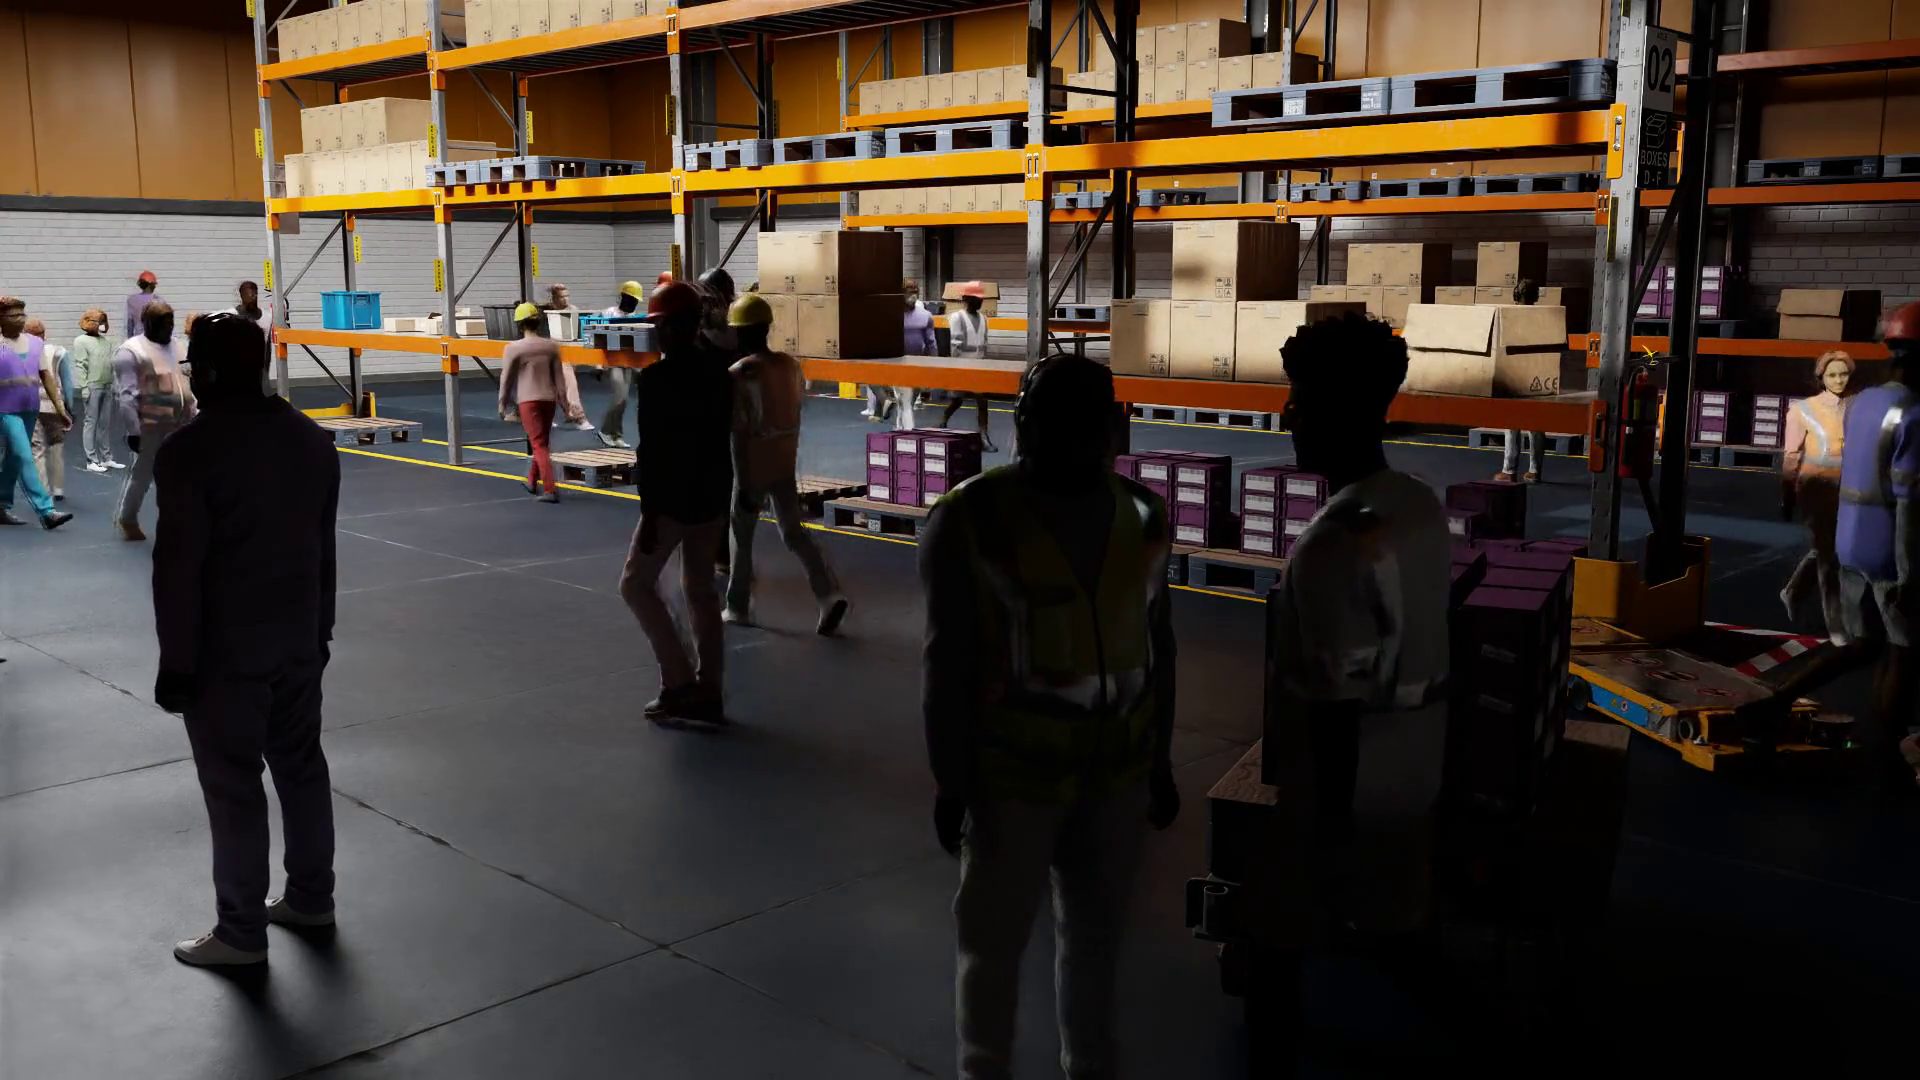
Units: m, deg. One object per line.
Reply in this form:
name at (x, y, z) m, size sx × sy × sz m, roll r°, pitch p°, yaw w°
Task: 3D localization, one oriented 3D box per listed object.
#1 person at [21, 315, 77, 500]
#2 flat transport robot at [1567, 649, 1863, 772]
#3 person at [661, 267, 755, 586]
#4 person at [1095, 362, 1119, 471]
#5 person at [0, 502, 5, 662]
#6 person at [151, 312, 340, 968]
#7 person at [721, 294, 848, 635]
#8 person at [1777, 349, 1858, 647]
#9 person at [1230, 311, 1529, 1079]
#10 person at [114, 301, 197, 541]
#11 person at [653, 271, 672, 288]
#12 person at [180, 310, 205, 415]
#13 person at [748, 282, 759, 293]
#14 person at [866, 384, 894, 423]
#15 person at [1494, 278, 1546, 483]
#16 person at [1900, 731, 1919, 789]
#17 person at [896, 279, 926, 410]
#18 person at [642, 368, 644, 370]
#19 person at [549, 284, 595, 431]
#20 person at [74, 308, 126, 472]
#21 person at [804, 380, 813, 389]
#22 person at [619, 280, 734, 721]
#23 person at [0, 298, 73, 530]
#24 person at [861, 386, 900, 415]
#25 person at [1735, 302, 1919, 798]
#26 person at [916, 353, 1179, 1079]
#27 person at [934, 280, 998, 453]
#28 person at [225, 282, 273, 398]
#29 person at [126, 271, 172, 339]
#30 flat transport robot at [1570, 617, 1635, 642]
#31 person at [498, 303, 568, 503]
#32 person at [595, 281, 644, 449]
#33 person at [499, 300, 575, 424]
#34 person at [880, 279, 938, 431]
person at (-7.917, -1.111, 14.282) m, size 0.548 × 1.619 × 0.569 m, roll -7°, pitch 12°, yaw -37°
flat transport robot at (3.178, 0.707, 7.289) m, size 0.652 × 0.197 × 1.431 m, roll -2°, pitch 9°, yaw -9°
person at (-1.536, -0.718, 10.616) m, size 0.535 × 2.000 × 0.687 m, roll 6°, pitch 11°, yaw 34°
person at (0.495, -0.034, 7.759) m, size 0.574 × 1.595 × 0.383 m, roll 8°, pitch 12°, yaw 41°
person at (-5.103, -0.215, 8.374) m, size 0.326 × 1.767 × 0.533 m, roll 7°, pitch 12°, yaw 36°
person at (-2.109, 0.287, 4.900) m, size 0.404 × 1.900 × 0.636 m, roll 3°, pitch 10°, yaw 19°
person at (-1.034, -0.412, 9.210) m, size 0.905 × 1.897 × 0.603 m, roll 8°, pitch 12°, yaw 41°
person at (4.739, -0.253, 9.115) m, size 0.520 × 1.595 × 0.859 m, roll -1°, pitch 9°, yaw -4°
person at (0.878, 0.502, 3.442) m, size 0.866 × 1.942 × 0.604 m, roll 7°, pitch 12°, yaw 38°
person at (-5.882, -0.847, 12.166) m, size 0.939 × 1.805 × 0.627 m, roll 5°, pitch 11°, yaw 30°
person at (-3.126, -1.926, 18.160) m, size 0.395 × 1.993 × 0.614 m, roll -3°, pitch 10°, yaw -16°
person at (-7.437, -1.450, 16.367) m, size 0.529 × 1.620 × 0.355 m, roll -8°, pitch 12°, yaw -39°
person at (-2.765, -2.629, 22.946) m, size 0.542 × 1.849 × 0.410 m, roll -9°, pitch 13°, yaw -44°
person at (-1.002, -2.428, 21.763) m, size 0.554 × 1.824 × 0.564 m, roll -6°, pitch 11°, yaw -31°
person at (5.312, -1.495, 15.688) m, size 0.635 × 1.937 × 0.353 m, roll -2°, pitch 9°, yaw -11°
person at (3.852, 0.091, 5.899) m, size 0.718 × 1.963 × 0.641 m, roll 0°, pitch 9°, yaw -1°
person at (-0.741, -2.803, 23.882) m, size 0.574 × 1.882 × 0.356 m, roll 4°, pitch 10°, yaw 24°
person at (-3.027, -1.625, 17.233) m, size 0.512 × 1.688 × 0.918 m, roll -4°, pitch 10°, yaw -22°
person at (-5.035, -2.304, 20.951) m, size 1.019 × 1.850 × 0.645 m, roll 5°, pitch 10°, yaw 26°
person at (-8.648, -1.505, 16.693) m, size 0.289 × 1.632 × 0.497 m, roll 1°, pitch 9°, yaw 9°
person at (-2.720, -3.441, 27.922) m, size 0.624 × 1.844 × 0.429 m, roll 0°, pitch 9°, yaw -3°
person at (-1.250, -0.159, 7.397) m, size 0.477 × 1.969 × 0.633 m, roll 5°, pitch 11°, yaw 28°
person at (-7.286, -0.977, 12.945) m, size 0.961 × 1.789 × 0.596 m, roll 3°, pitch 10°, yaw 18°
person at (-1.054, -2.598, 22.764) m, size 0.526 × 1.844 × 0.797 m, roll -6°, pitch 11°, yaw -34°
person at (3.445, 0.048, 6.331) m, size 0.710 × 1.908 × 0.563 m, roll 0°, pitch 9°, yaw 2°
person at (0.213, 0.512, 3.687) m, size 0.628 × 1.842 × 0.429 m, roll -4°, pitch 10°, yaw -23°
person at (0.058, -1.934, 18.506) m, size 0.553 × 1.908 × 0.893 m, roll -7°, pitch 11°, yaw -36°
person at (-7.848, -1.906, 18.416) m, size 0.592 × 1.874 × 1.013 m, roll -8°, pitch 12°, yaw -42°
person at (-12.504, -3.142, 25.660) m, size 0.633 × 1.991 × 1.058 m, roll 1°, pitch 9°, yaw 7°
flat transport robot at (2.735, 0.550, 8.251) m, size 1.431 × 0.197 × 0.652 m, roll -2°, pitch 9°, yaw -9°
person at (-3.762, -1.200, 14.560) m, size 0.543 × 1.717 × 0.909 m, roll -9°, pitch 13°, yaw -43°
person at (-3.798, -1.958, 18.694) m, size 0.467 × 1.882 × 0.675 m, roll 5°, pitch 11°, yaw 28°
person at (-5.497, -2.318, 21.669) m, size 0.943 × 1.633 × 0.569 m, roll 1°, pitch 9°, yaw 3°
person at (-0.486, -1.804, 17.703) m, size 0.656 × 1.896 × 0.957 m, roll -6°, pitch 11°, yaw -31°
